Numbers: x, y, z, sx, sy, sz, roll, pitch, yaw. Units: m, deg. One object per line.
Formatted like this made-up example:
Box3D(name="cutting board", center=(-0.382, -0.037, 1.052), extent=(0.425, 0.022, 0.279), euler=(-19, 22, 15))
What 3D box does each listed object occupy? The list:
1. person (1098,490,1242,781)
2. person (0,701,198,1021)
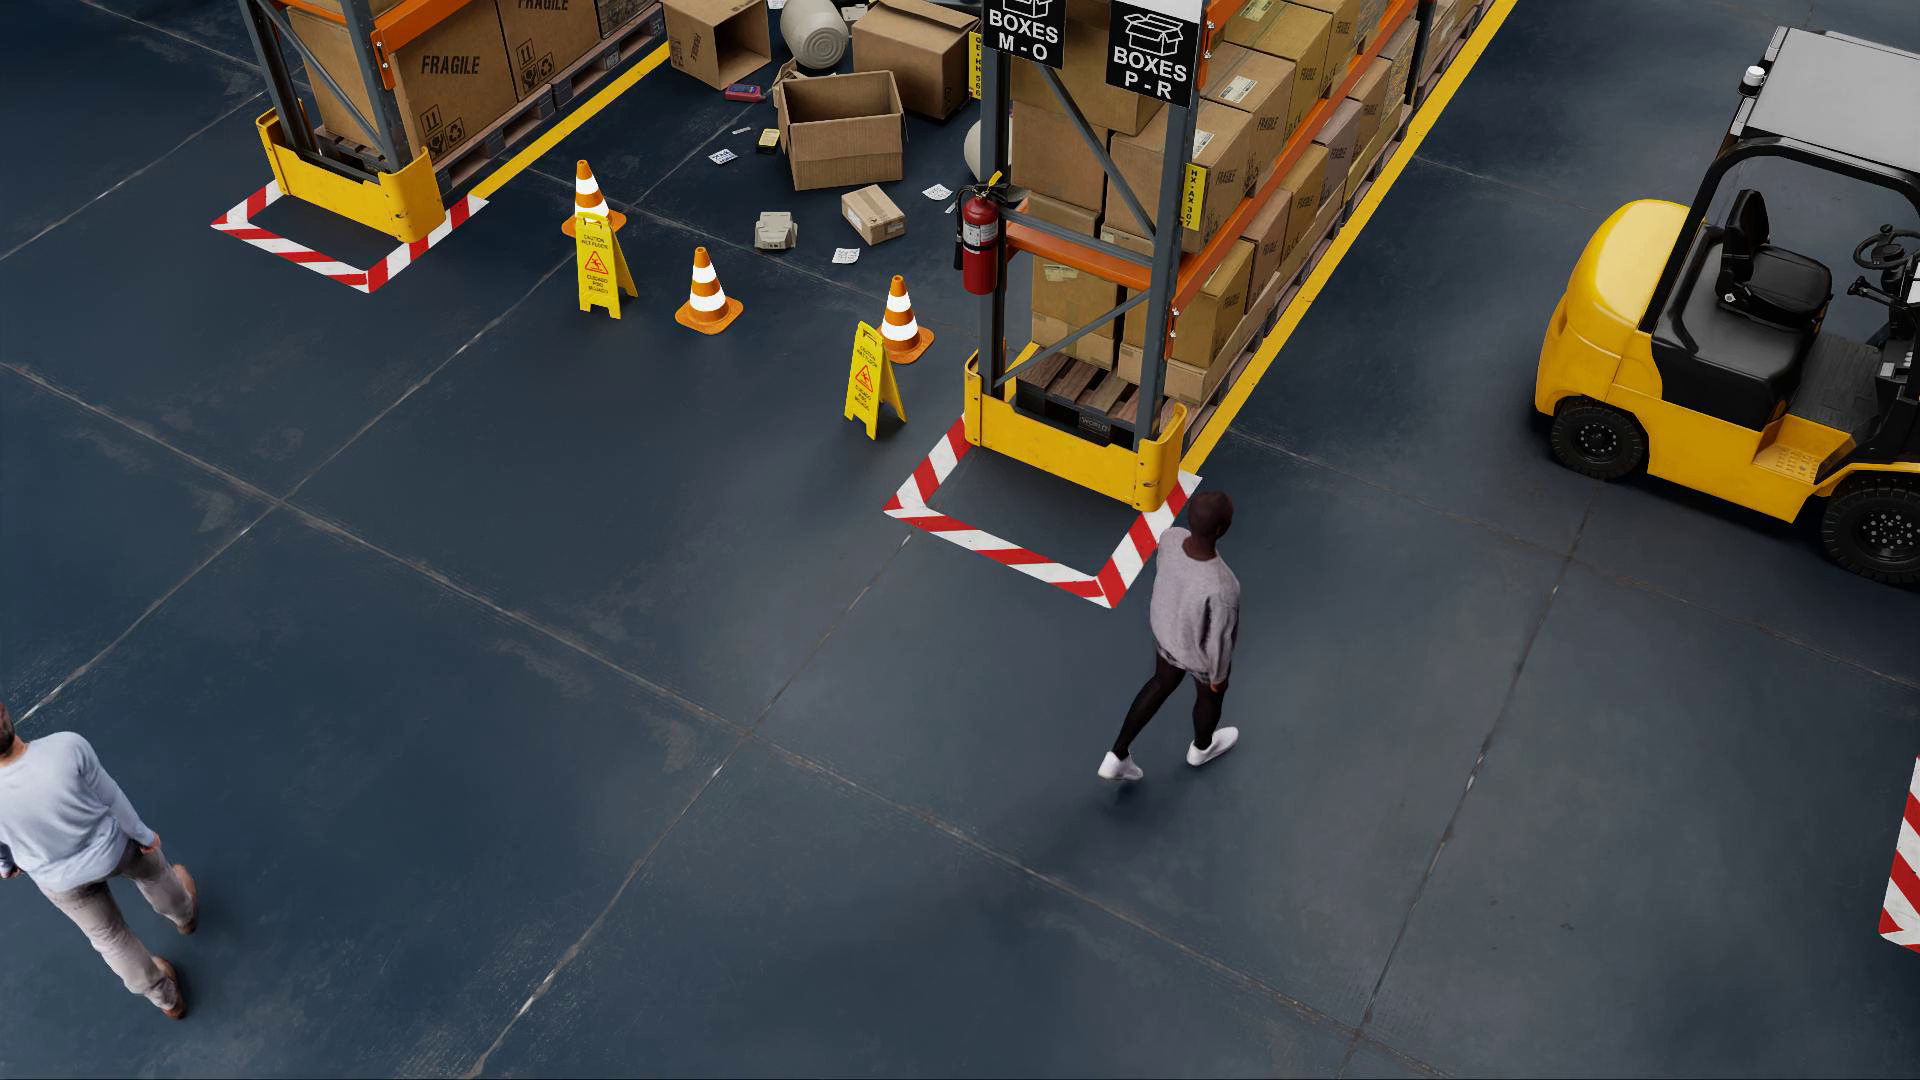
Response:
Box3D(name="person", center=(0.902, 0.452, 6.955), extent=(1.081, 1.759, 0.888), euler=(-27, 53, -23))
Box3D(name="person", center=(-3.221, 1.233, 6.155), extent=(0.988, 1.874, 0.996), euler=(-24, 51, -20))
